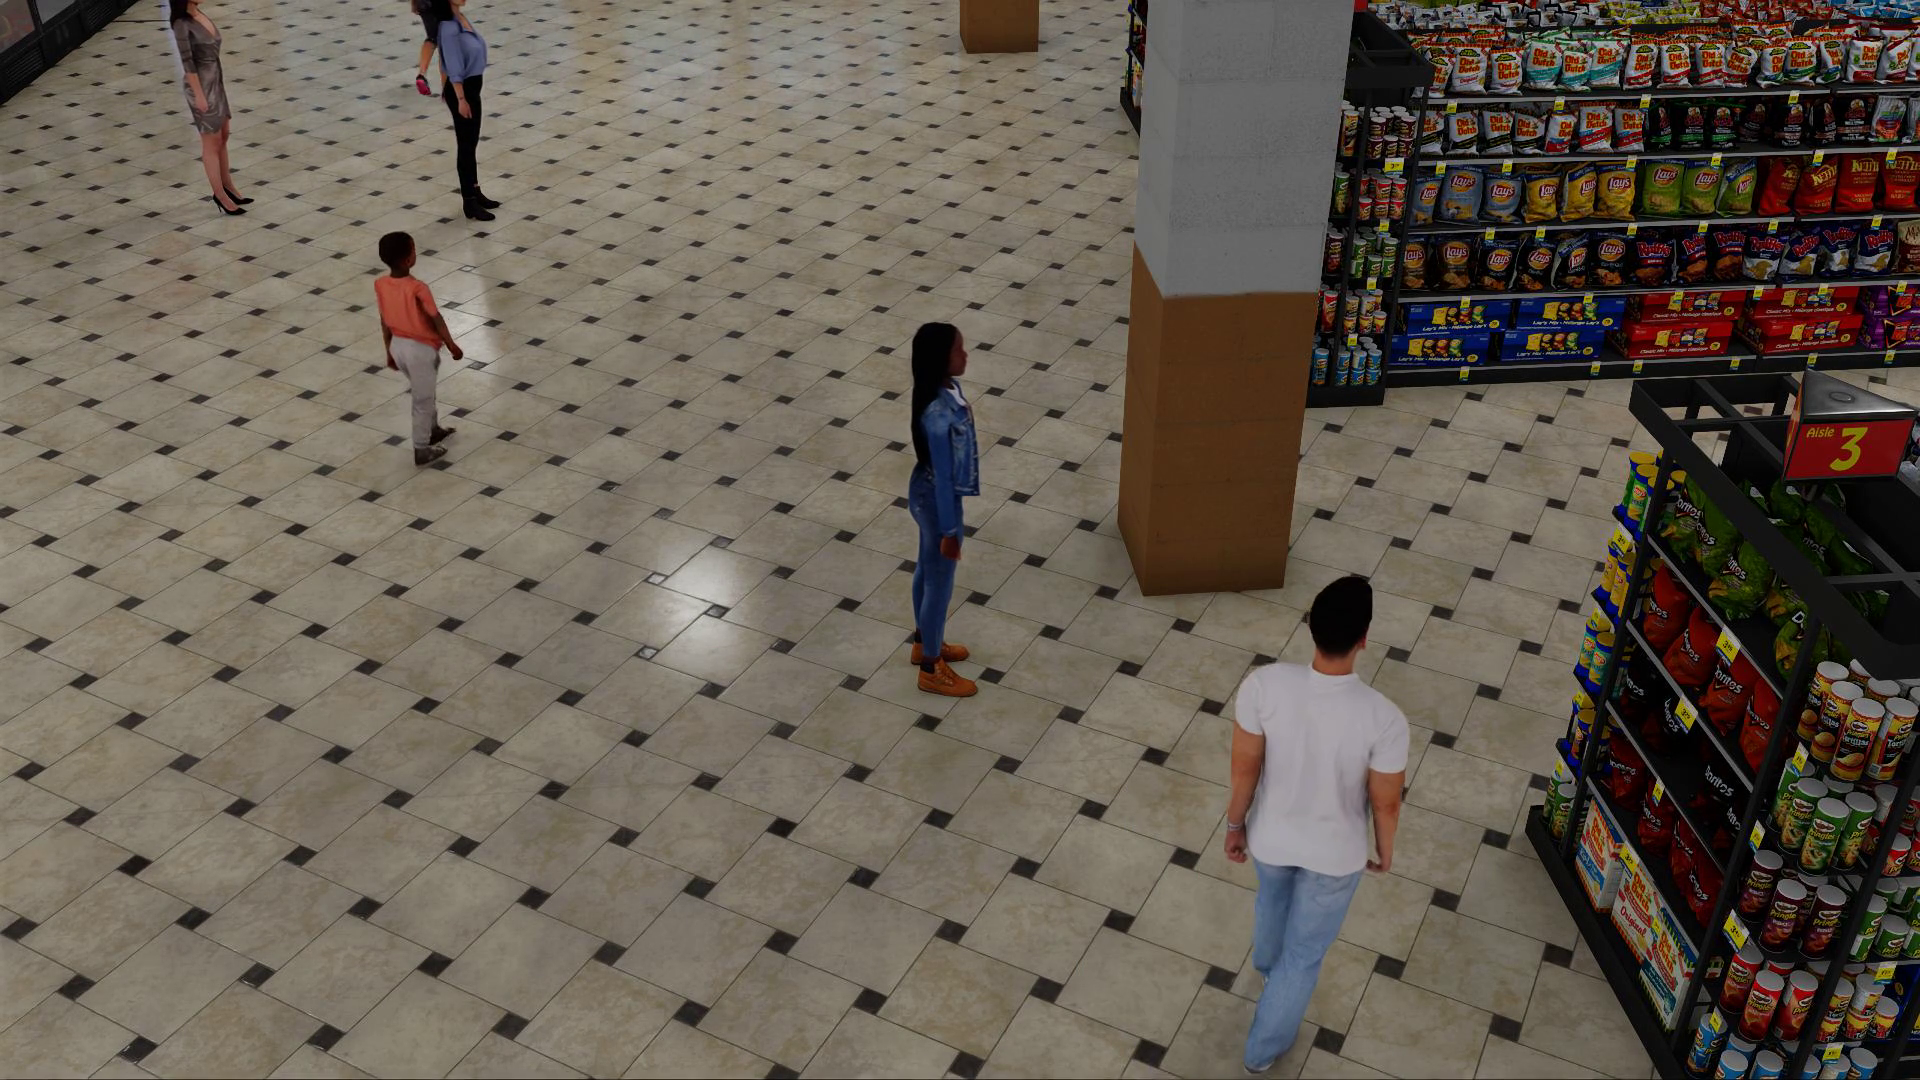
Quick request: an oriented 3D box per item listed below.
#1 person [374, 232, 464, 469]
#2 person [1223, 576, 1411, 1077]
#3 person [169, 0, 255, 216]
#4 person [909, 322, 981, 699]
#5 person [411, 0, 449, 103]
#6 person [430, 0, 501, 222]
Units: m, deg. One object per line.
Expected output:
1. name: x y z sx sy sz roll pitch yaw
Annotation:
1. person: -2.932 -0.980 8.824 0.661 1.297 0.700 16 35 24
2. person: 1.044 0.971 5.178 0.974 1.836 1.009 19 37 27
3. person: -5.444 -3.235 12.023 0.507 1.745 0.585 -2 32 -3
4. person: -0.091 -0.135 7.073 0.508 1.711 0.596 -2 32 -3
5. person: -4.565 -4.578 14.209 0.773 1.715 0.792 11 34 17
6. person: -3.563 -3.186 11.946 0.531 1.743 0.639 -2 32 -3
